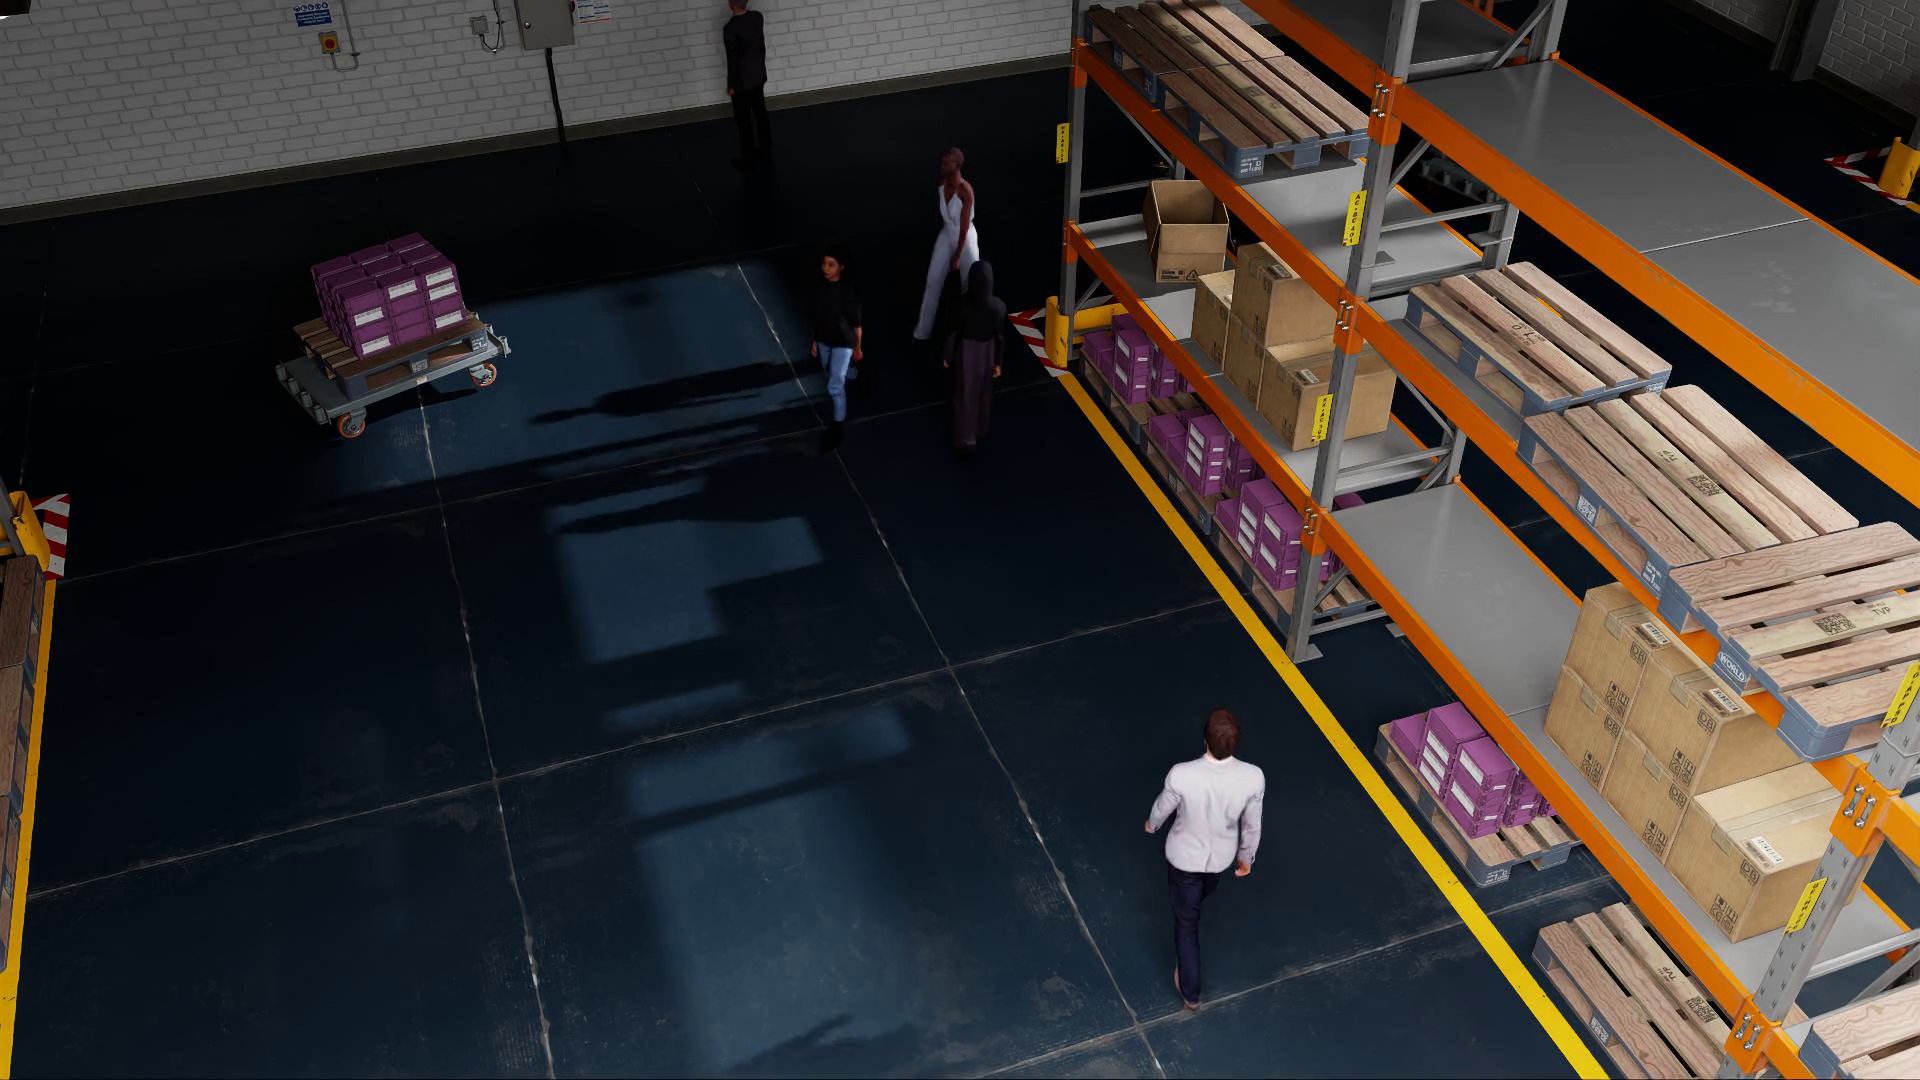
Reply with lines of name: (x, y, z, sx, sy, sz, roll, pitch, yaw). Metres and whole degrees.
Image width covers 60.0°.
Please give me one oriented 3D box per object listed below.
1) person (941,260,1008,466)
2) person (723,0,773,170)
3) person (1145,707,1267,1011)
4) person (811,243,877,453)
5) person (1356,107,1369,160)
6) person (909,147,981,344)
person: (0.100, -1.327, 12.580, 0.829, 1.596, 1.080, -5, 39, -6)
person: (-2.126, -4.604, 16.488, 0.817, 1.840, 0.805, 23, 44, 26)
person: (1.272, 1.688, 8.640, 0.883, 1.802, 1.260, -4, 39, -6)
person: (-0.900, -1.542, 12.791, 1.043, 1.669, 1.018, 22, 44, 25)
person: (3.355, -2.778, 14.245, 0.885, 1.786, 1.201, -21, 43, -24)
person: (0.067, -2.469, 13.886, 0.989, 1.752, 0.896, 31, 48, 33)
